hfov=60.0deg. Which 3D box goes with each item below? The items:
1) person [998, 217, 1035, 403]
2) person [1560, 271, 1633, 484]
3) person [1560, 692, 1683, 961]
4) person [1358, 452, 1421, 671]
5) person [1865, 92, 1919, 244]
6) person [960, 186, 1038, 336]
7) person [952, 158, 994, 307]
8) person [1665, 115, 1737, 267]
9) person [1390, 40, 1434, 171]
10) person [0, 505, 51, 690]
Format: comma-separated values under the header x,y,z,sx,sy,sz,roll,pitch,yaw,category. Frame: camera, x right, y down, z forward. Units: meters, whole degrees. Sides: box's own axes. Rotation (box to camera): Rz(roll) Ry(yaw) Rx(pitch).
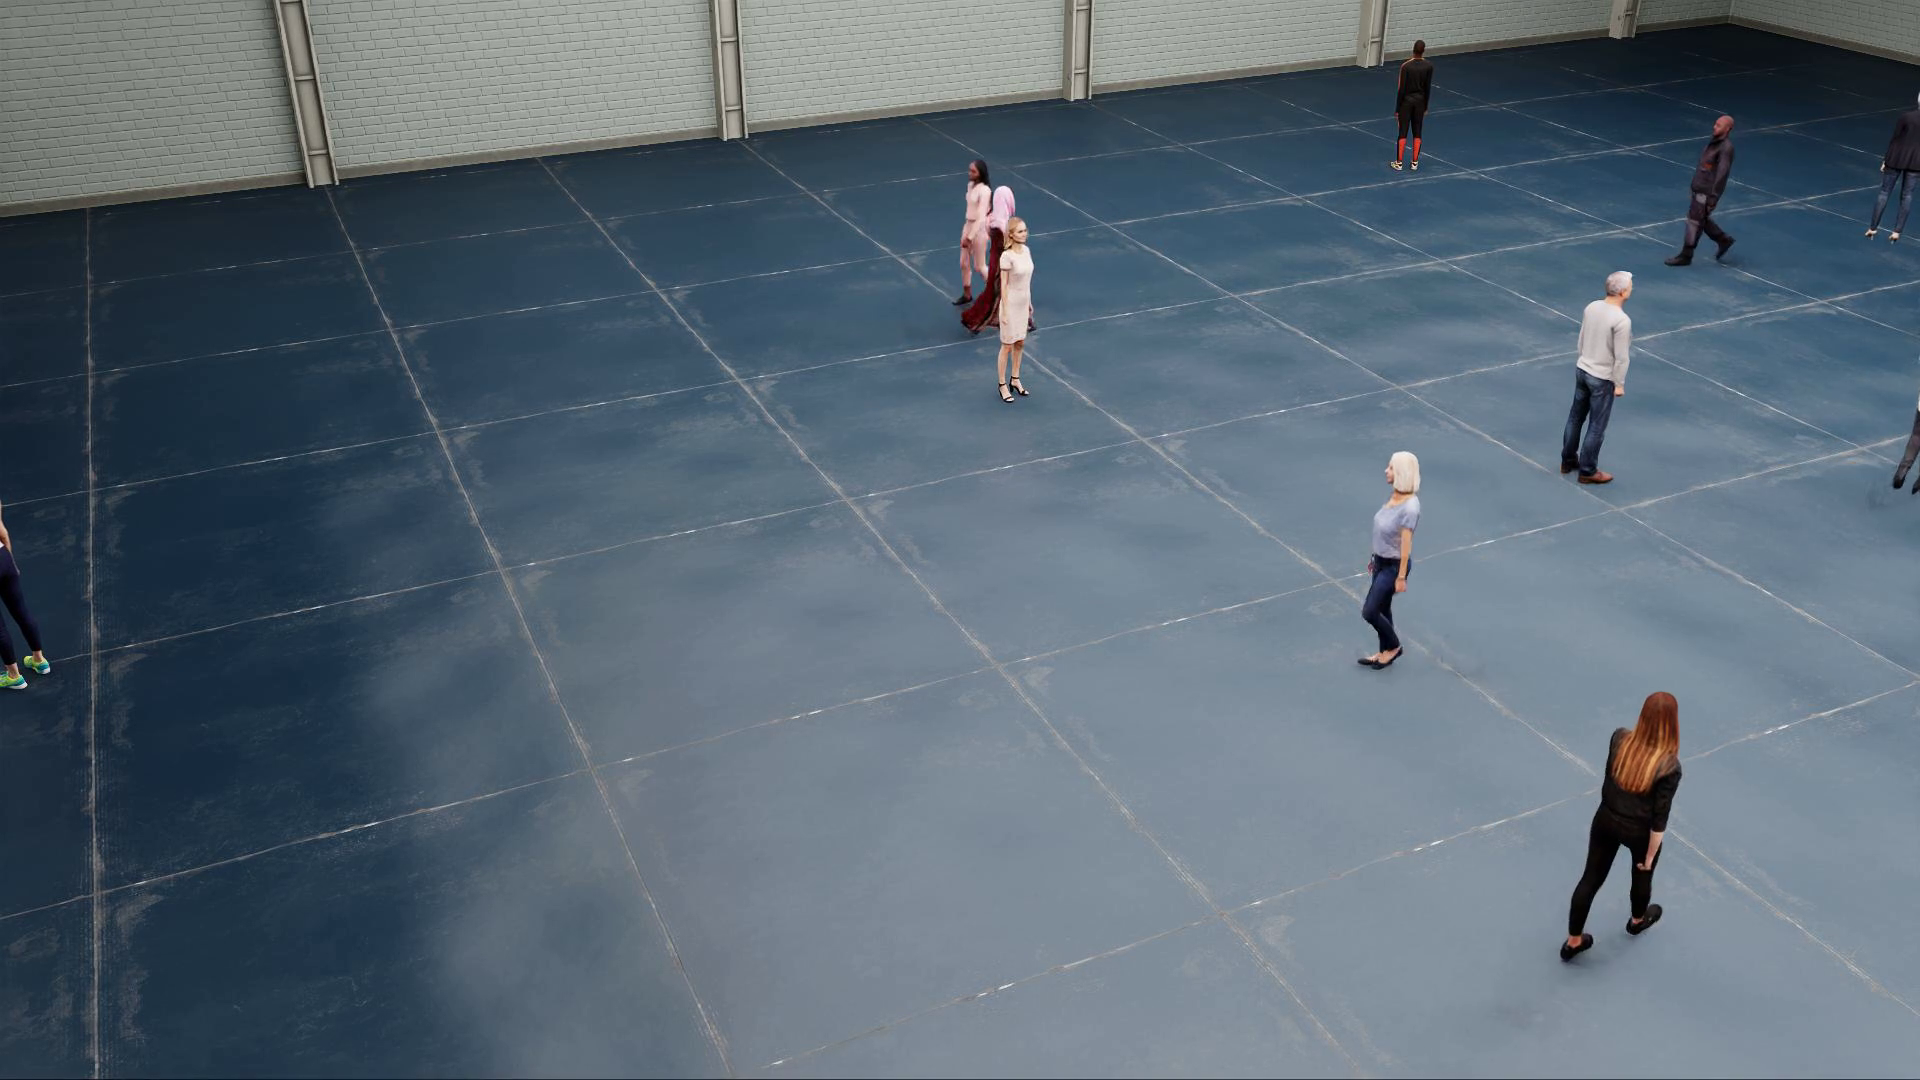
x,y,z,sx,sy,sz,roll,pitch,yaw,category
0.525,-2.255,16.195,0.698,1.830,0.558,24,36,37,person
5.592,-1.433,14.567,0.653,1.911,0.753,-9,29,-16,person
3.577,1.613,9.091,1.039,1.682,0.765,-21,35,-34,person
3.132,0.173,11.766,0.691,1.708,0.680,-2,28,-4,person
10.628,-4.251,18.773,0.821,1.782,0.790,10,29,17,person
0.373,-2.925,17.708,1.173,1.591,0.956,1,28,3,person
0.263,-3.382,18.454,0.826,1.696,0.631,-10,30,-18,person
8.976,-4.144,19.767,1.174,1.807,1.021,3,28,5,person
6.412,-6.168,23.566,0.603,1.808,0.749,-1,28,-2,person
-6.783,0.245,11.637,0.746,1.701,0.675,11,30,20,person
